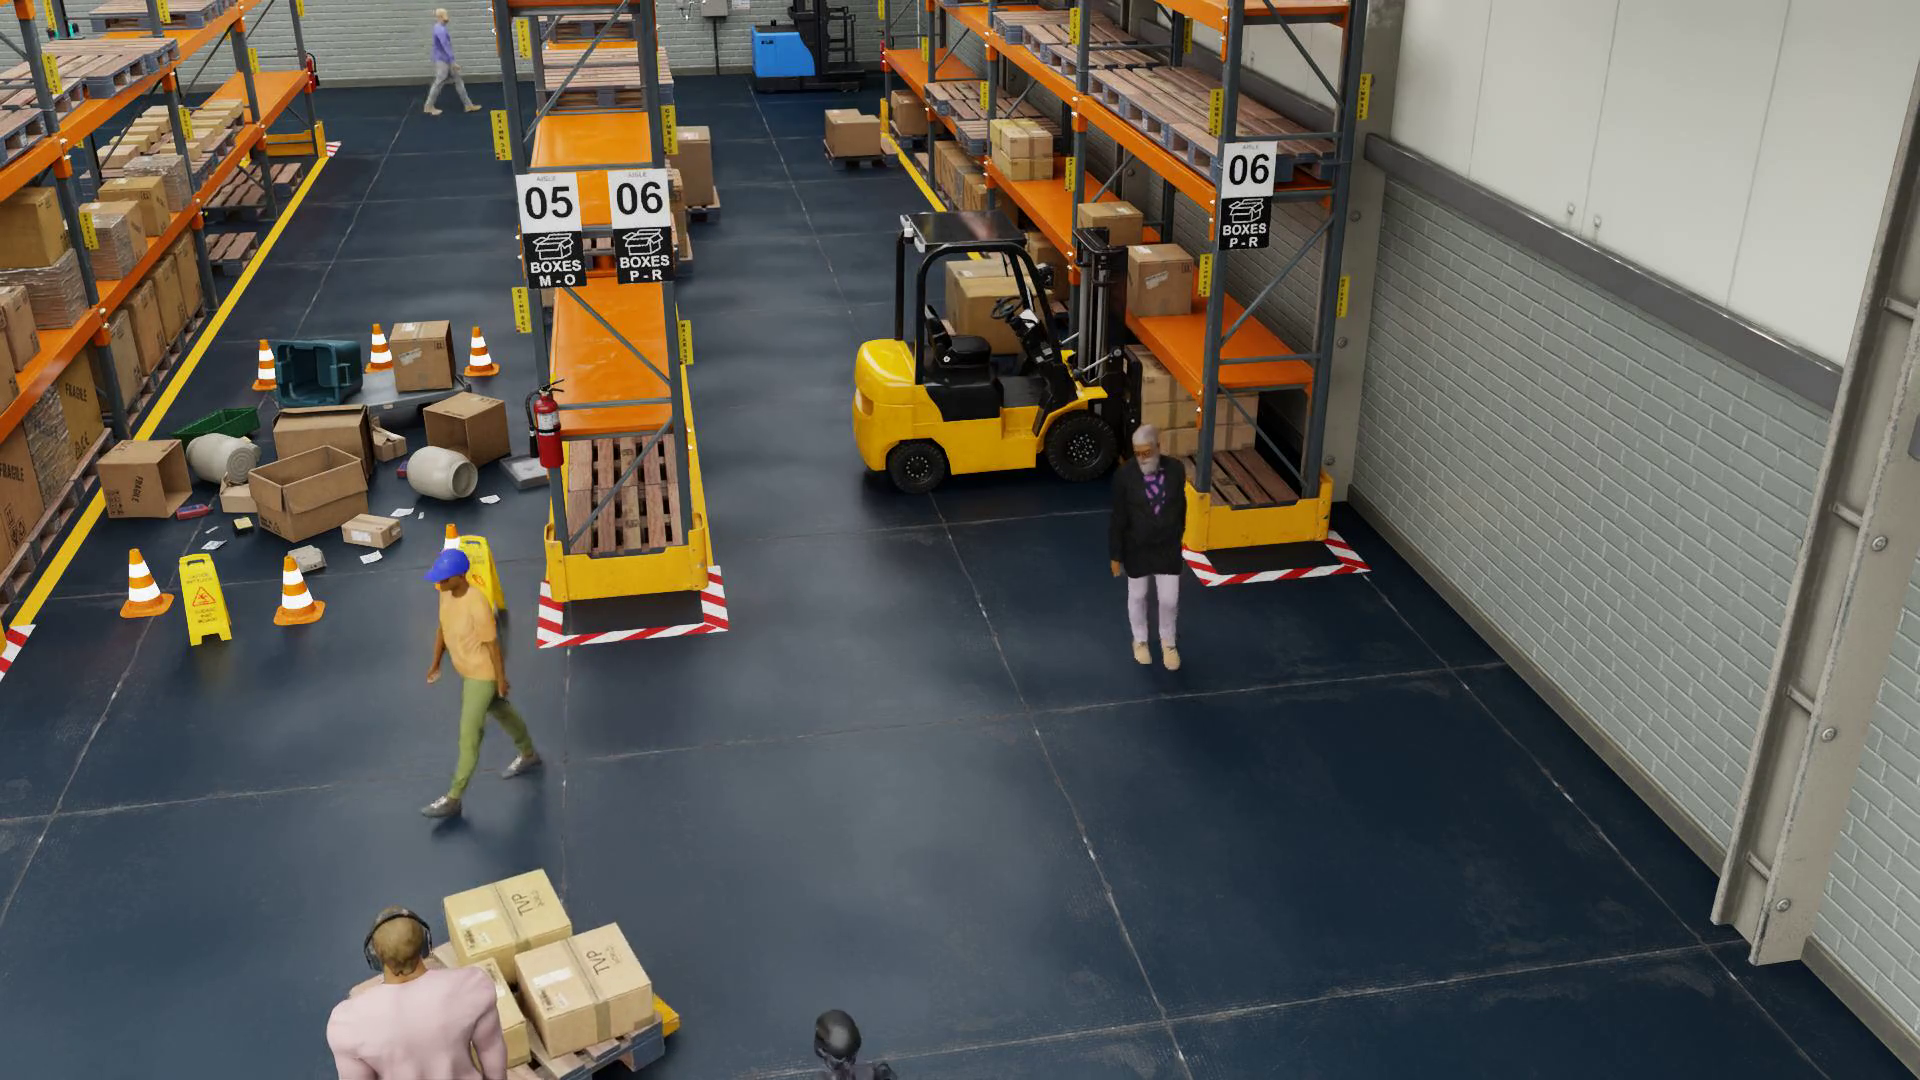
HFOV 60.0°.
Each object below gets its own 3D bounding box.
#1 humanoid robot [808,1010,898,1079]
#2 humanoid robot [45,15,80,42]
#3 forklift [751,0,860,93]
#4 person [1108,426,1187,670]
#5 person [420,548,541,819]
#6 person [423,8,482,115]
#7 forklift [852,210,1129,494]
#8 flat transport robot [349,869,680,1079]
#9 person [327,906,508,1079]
[{"bbox_3d":[-0.477,2.530,6.298,0.620,1.638,0.741,-11,28,-22],"label":"humanoid robot"},{"bbox_3d":[-14.718,-7.879,27.880,0.932,1.777,0.579,18,31,33],"label":"humanoid robot"},{"bbox_3d":[-2.872,-9.679,30.288,1.873,2.768,1.129,-5,26,-10],"label":"forklift"},{"bbox_3d":[1.256,0.046,11.250,0.549,1.814,0.528,-2,26,-3],"label":"person"},{"bbox_3d":[-2.915,0.796,9.847,0.884,1.670,0.447,-22,33,-37],"label":"person"},{"bbox_3d":[-8.825,-8.185,28.470,0.962,1.753,0.590,-6,26,-13],"label":"person"},{"bbox_3d":[0.216,-1.659,14.366,2.313,2.155,1.214,-5,26,-10],"label":"forklift"},{"bbox_3d":[-2.138,2.458,8.009,1.431,0.231,0.659,-22,33,-38],"label":"flat transport robot"},{"bbox_3d":[-2.077,2.240,6.538,0.630,1.940,0.372,-13,28,-24],"label":"person"}]
